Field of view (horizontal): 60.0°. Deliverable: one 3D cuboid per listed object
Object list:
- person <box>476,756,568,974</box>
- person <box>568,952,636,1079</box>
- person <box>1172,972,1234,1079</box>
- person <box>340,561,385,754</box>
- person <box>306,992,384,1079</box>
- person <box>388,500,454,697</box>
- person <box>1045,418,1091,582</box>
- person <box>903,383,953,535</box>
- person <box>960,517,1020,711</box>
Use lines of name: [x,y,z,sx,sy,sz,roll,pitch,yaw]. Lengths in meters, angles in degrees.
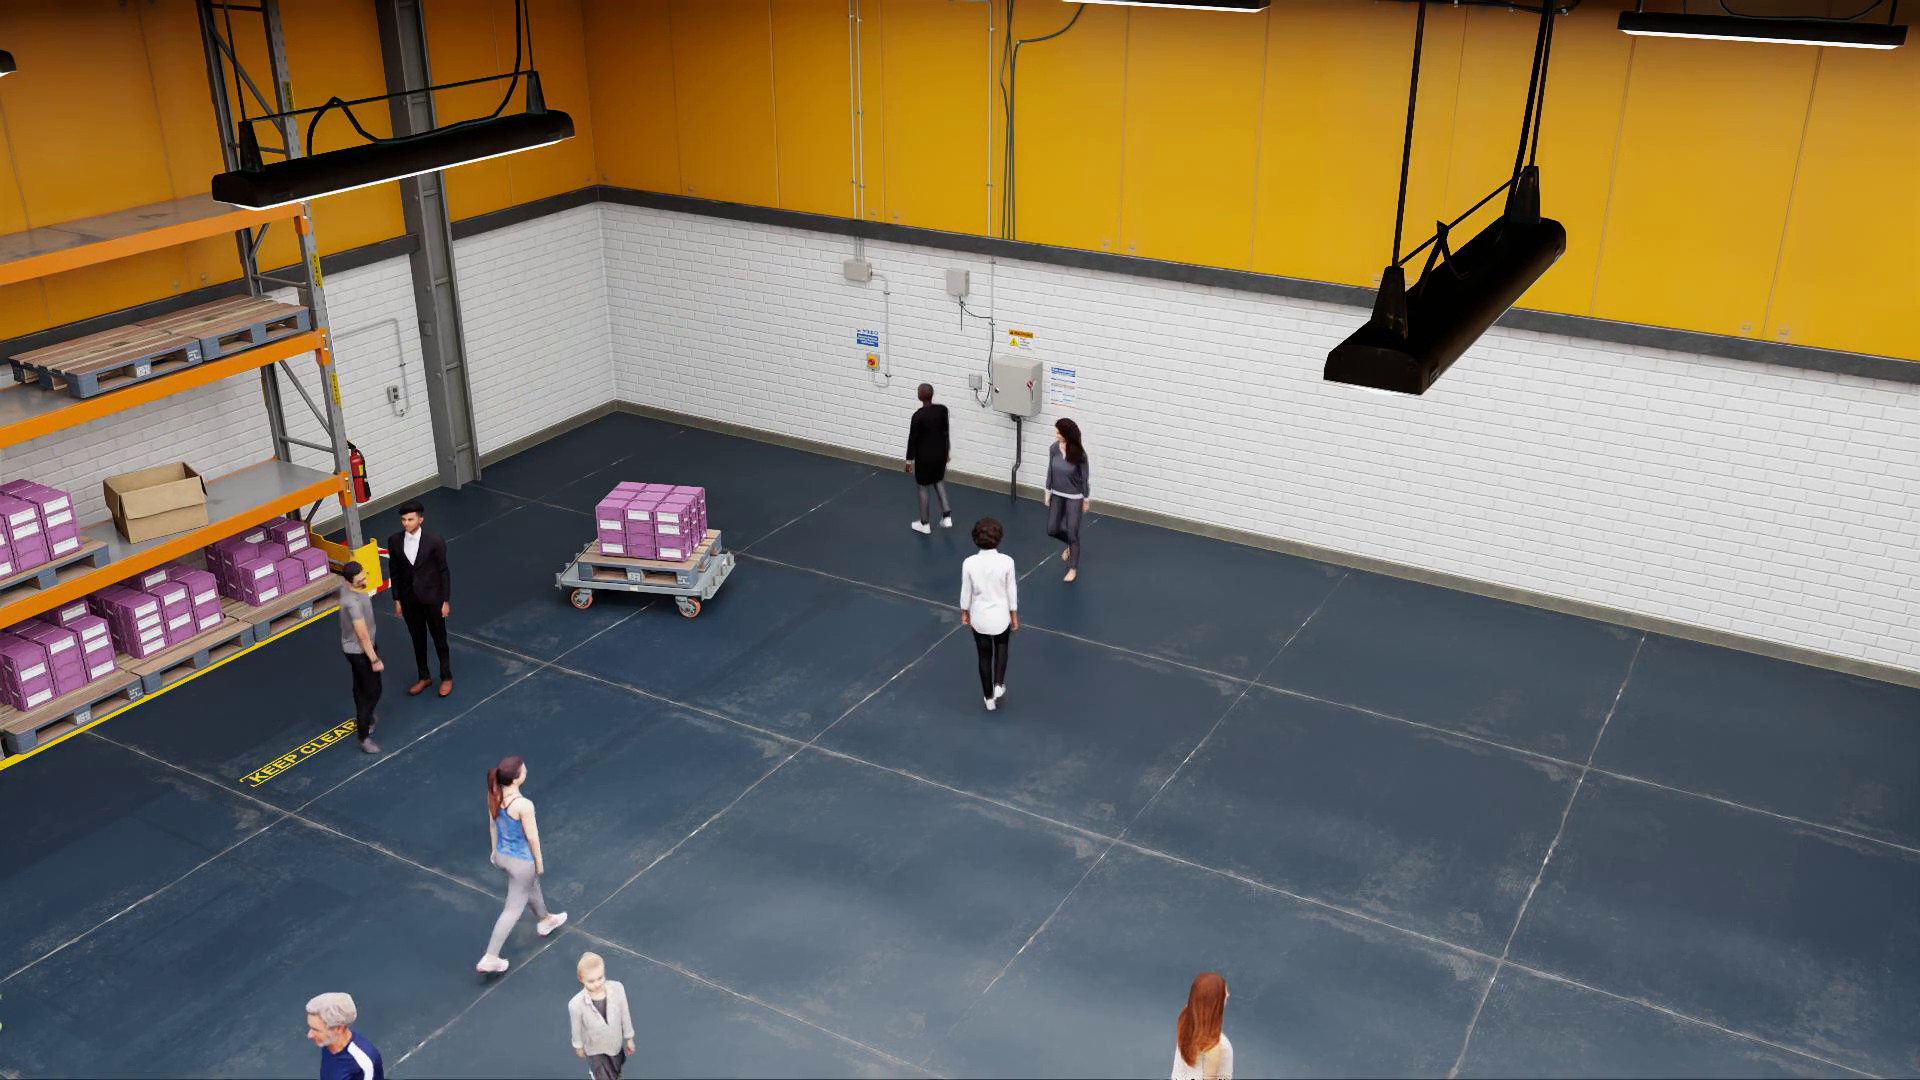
person: [-3.099,2.250,11.435,0.638,1.569,1.094,17,29,33]
person: [-2.185,3.010,10.087,0.886,1.255,0.798,-16,28,-33]
person: [1.259,3.134,9.234,0.722,1.713,0.676,-8,25,-19]
person: [-5.172,0.917,14.288,0.843,1.727,0.896,-20,30,-38]
person: [-3.170,3.170,9.025,0.683,1.814,1.068,16,28,33]
person: [-4.852,0.506,15.032,0.773,1.884,0.737,1,24,3]
person: [1.153,-0.472,17.426,0.658,1.757,0.761,13,27,27]
person: [-0.293,-0.884,18.373,0.775,1.755,0.882,-16,28,-33]
person: [0.273,0.689,14.724,0.801,1.795,0.830,0,24,-1]
